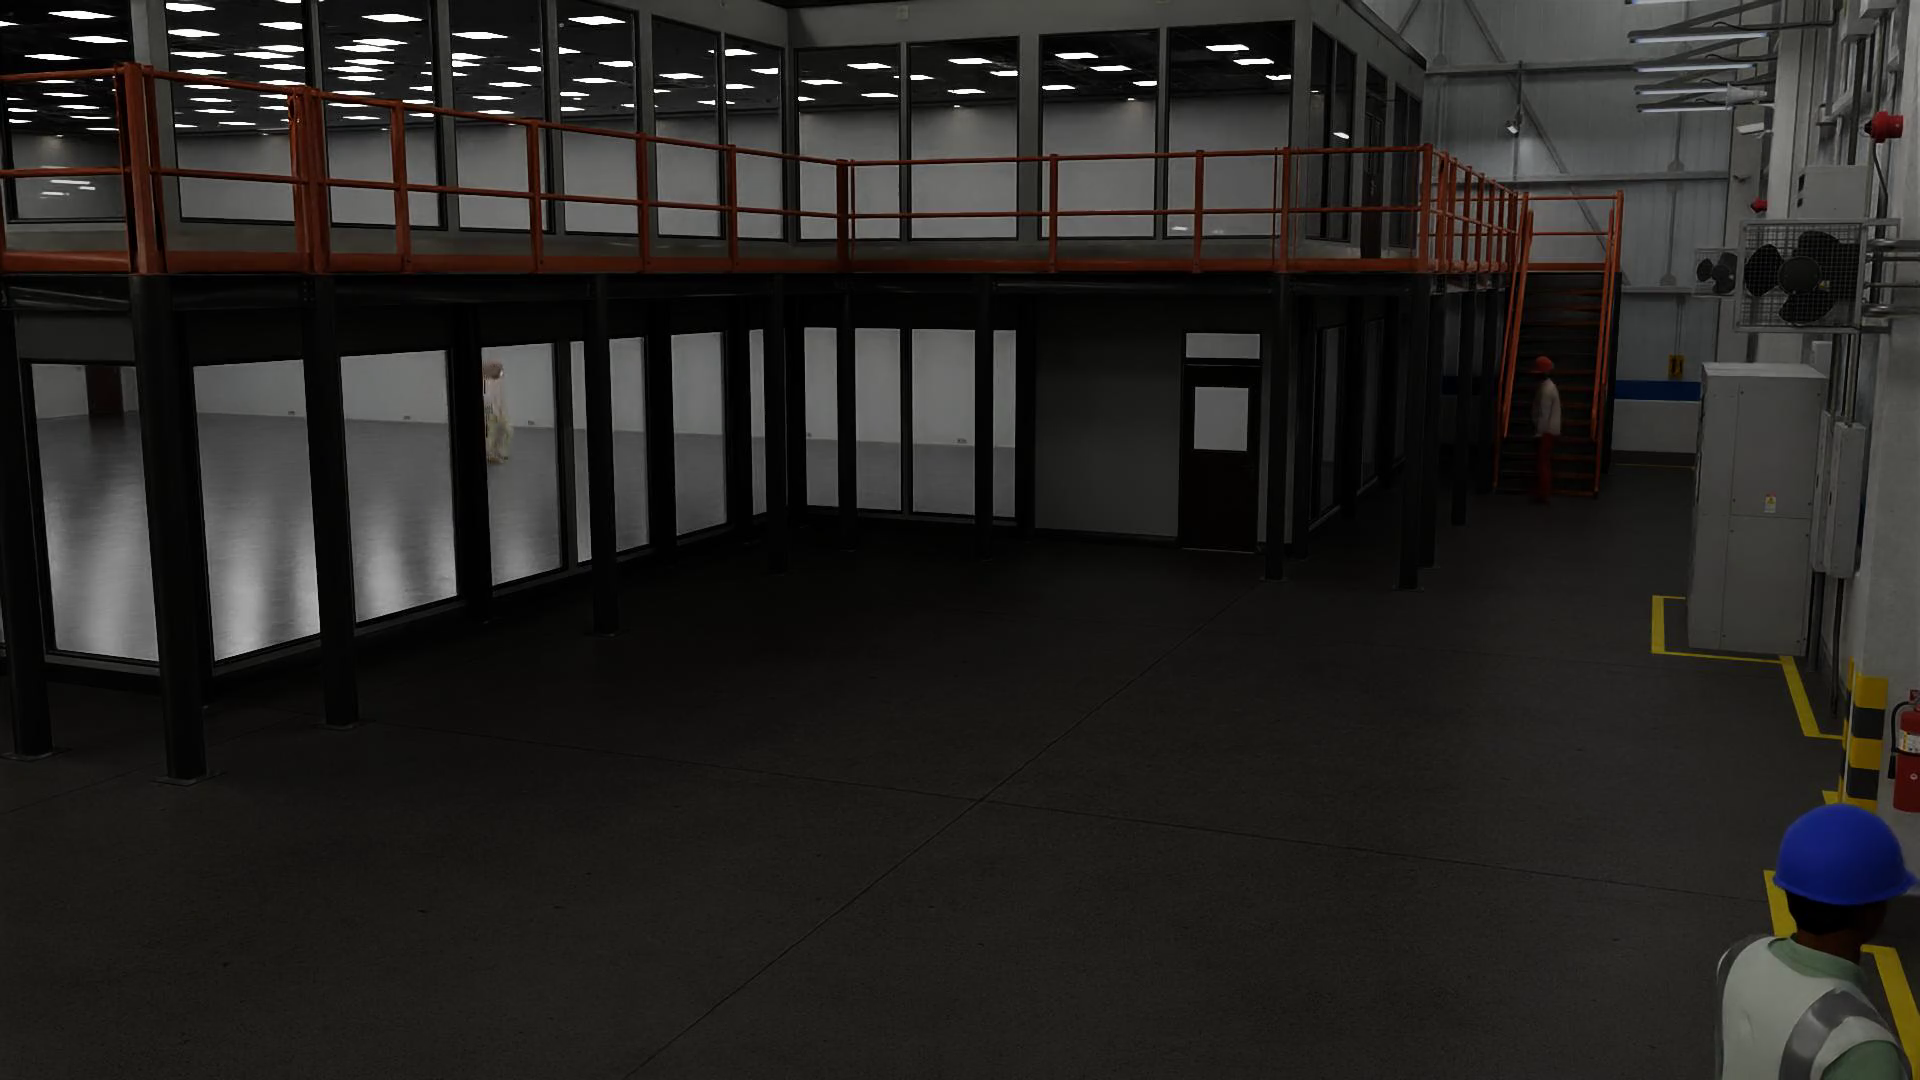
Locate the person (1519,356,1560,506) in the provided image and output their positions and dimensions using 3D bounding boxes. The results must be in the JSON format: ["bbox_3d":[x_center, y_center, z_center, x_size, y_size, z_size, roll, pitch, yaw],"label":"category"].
[{"bbox_3d":[7.545,-1.402,21.591,0.449,1.972,0.651,2,9,14],"label":"person"}]

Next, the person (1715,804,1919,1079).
[{"bbox_3d":[1.818,1.517,3.579,0.382,1.949,0.603,0,9,-1],"label":"person"}]
